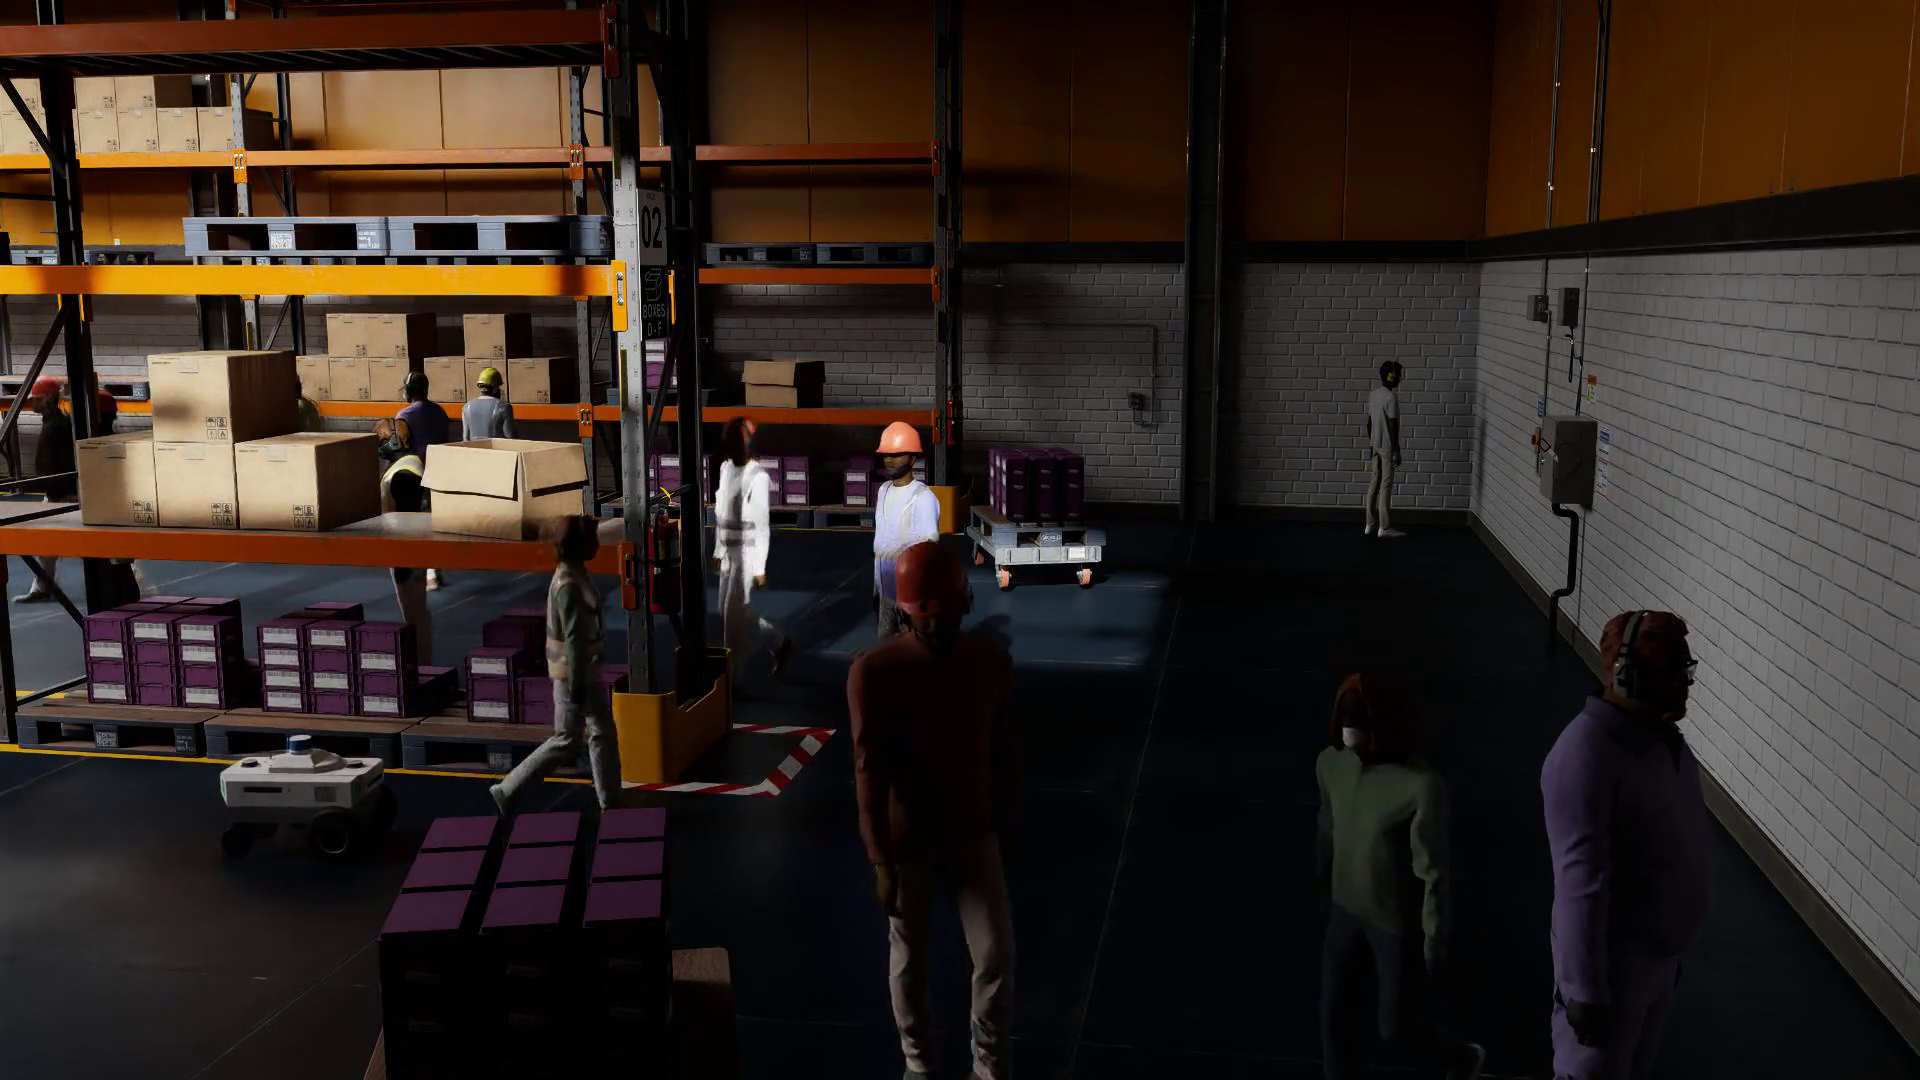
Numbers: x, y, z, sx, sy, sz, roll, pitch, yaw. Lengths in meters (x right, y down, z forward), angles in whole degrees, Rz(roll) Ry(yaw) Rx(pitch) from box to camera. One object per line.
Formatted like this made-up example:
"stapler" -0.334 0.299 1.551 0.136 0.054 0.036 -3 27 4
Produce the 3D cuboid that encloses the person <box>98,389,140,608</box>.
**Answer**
"person" -6.324 -0.152 12.346 0.545 1.938 0.359 9 13 43

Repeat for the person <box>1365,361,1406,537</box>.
"person" 4.507 -0.964 17.615 0.328 1.865 0.521 -3 10 -19

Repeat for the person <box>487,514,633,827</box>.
"person" -1.975 0.667 8.301 0.726 1.608 0.527 -1 9 -8

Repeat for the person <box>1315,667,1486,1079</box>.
"person" 1.375 1.168 5.196 0.627 1.609 0.511 -6 11 -34

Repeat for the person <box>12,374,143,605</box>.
"person" -7.509 -0.431 14.071 0.942 1.953 0.619 -5 10 -27

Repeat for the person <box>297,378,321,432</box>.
"person" -6.505 -0.692 16.118 0.858 1.810 0.648 0 9 3

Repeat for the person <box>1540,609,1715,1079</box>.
"person" 1.811 1.126 4.511 0.410 1.909 0.642 8 12 39

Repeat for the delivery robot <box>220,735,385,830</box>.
"delivery robot" -3.173 1.186 8.034 0.707 0.478 0.477 0 9 2

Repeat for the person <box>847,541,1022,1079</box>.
"person" -0.049 0.967 5.348 0.619 1.953 0.695 -4 10 -22

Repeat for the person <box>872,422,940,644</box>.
"person" -0.343 0.283 9.632 0.344 1.942 0.549 -7 11 -36

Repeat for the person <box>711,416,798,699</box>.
"person" -1.408 0.105 10.962 0.743 1.866 0.616 -5 11 -29

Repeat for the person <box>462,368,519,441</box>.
"person" -4.728 -0.829 16.873 0.600 1.832 0.404 3 10 16

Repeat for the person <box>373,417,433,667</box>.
"person" -3.728 0.095 11.138 0.429 1.836 0.620 -4 10 -21

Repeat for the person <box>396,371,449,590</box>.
"person" -4.732 -0.519 14.633 0.409 1.930 0.655 3 10 16
